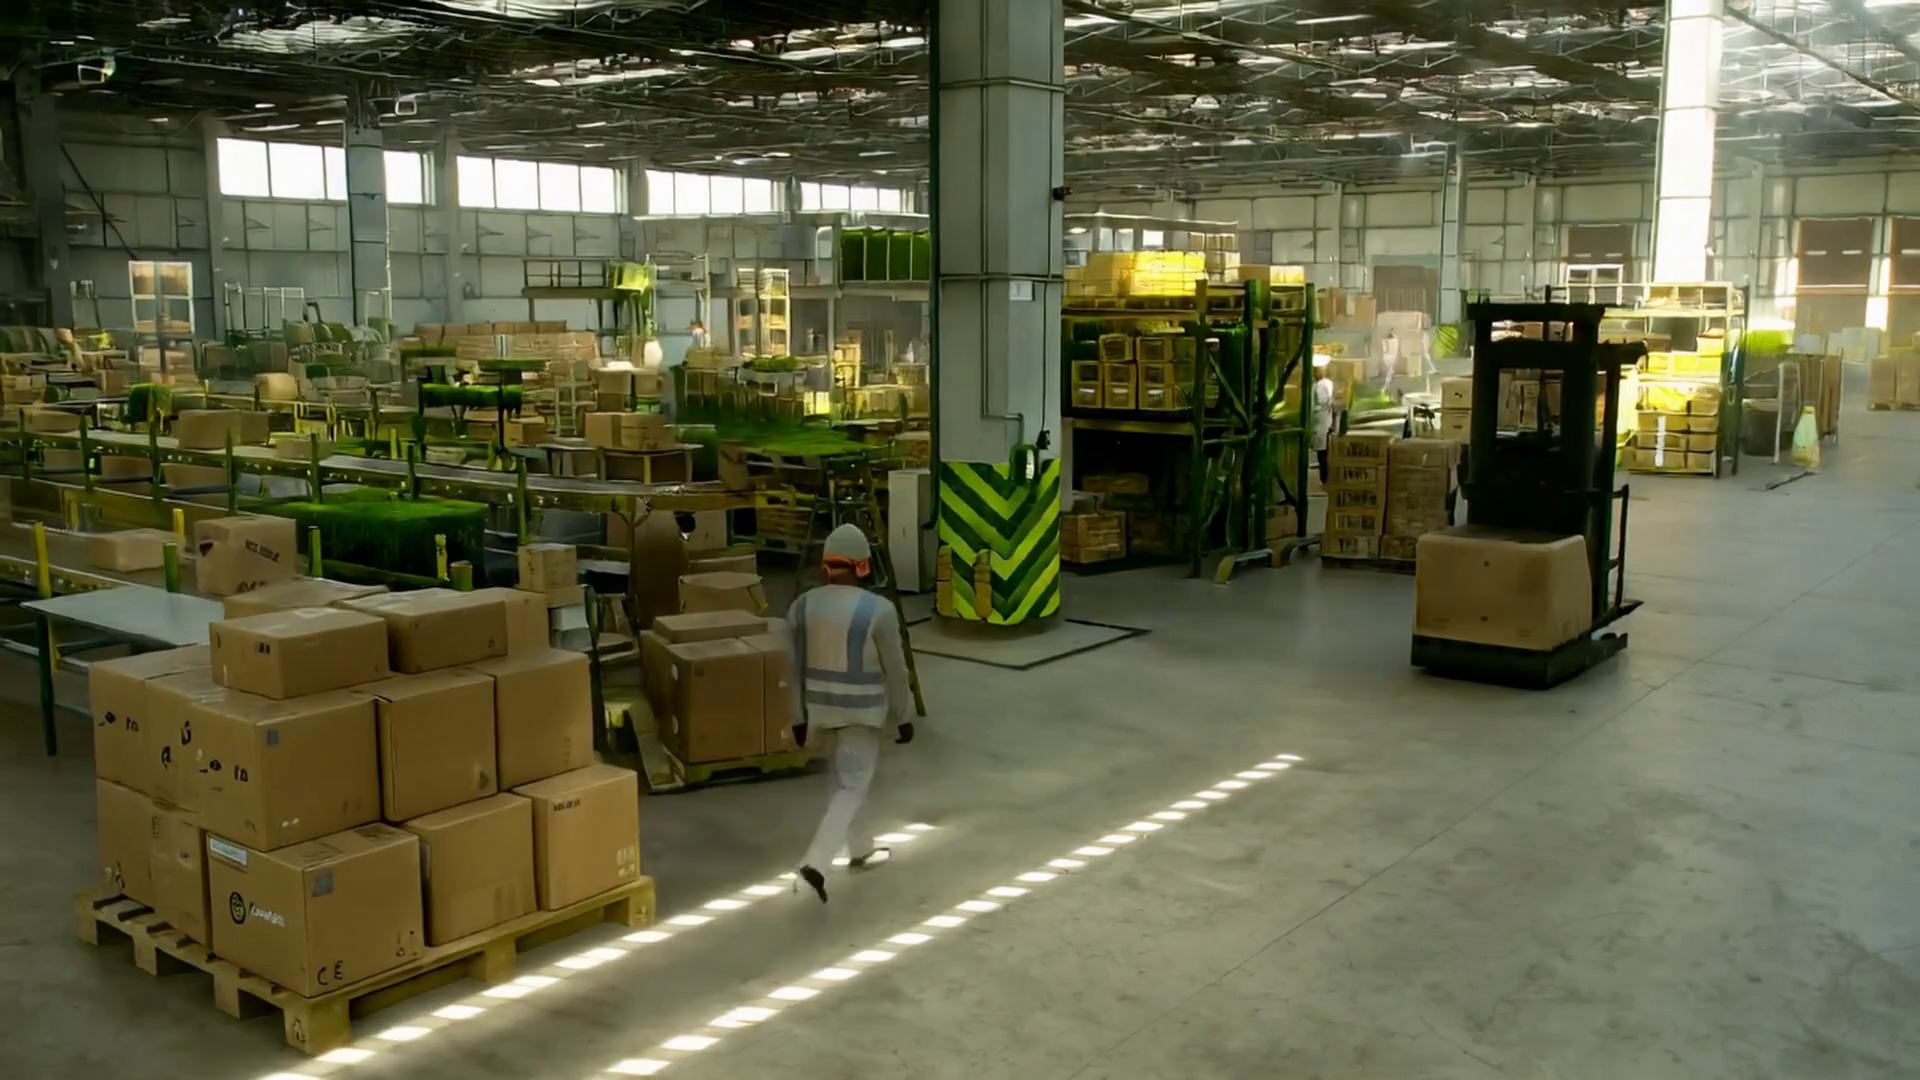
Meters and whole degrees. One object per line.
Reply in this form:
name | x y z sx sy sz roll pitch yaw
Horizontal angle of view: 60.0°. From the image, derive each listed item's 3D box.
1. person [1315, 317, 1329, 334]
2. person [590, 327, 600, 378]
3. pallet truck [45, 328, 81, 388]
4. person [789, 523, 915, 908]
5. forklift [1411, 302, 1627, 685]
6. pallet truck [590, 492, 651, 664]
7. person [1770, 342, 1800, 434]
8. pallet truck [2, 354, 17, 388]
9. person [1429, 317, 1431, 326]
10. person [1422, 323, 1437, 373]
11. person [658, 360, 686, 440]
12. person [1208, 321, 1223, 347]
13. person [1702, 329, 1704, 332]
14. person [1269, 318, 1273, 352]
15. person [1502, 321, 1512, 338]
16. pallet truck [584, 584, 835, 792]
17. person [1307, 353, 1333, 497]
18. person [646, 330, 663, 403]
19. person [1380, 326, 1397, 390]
person | 15.578 -8.676 71.688 0.626 1.899 0.670 3 9 18
person | -12.429 -6.368 56.639 0.295 1.743 0.493 -1 8 -5
pallet truck | -23.775 -4.544 43.495 1.885 1.965 0.823 6 10 35
person | -0.583 0.824 7.988 0.586 1.800 0.878 6 10 34
forklift | 4.379 -0.438 12.852 1.129 2.768 1.873 7 11 37
pallet truck | -3.115 0.344 12.883 0.653 1.274 1.630 7 11 37
person | 17.001 -3.103 34.124 0.683 1.889 0.485 -3 9 -17
pallet truck | -24.881 -4.417 42.634 1.885 1.965 0.823 8 11 41
person | 22.971 -10.098 81.590 0.632 1.801 0.931 -8 11 -42
person | 16.995 -7.007 60.664 0.979 1.835 0.595 0 8 -1
person | -5.630 -2.672 32.149 0.642 1.613 0.508 -4 9 -23
person | 9.641 -7.377 63.042 0.604 1.869 1.038 2 9 15
person | 24.646 -6.395 55.823 0.537 2.000 0.682 -2 9 -15
person | 15.323 -10.132 81.725 0.542 1.846 0.528 -3 9 -20
person | 20.548 -7.252 62.267 0.604 1.838 0.929 -6 11 -37
pallet truck | -1.426 0.805 10.019 1.601 1.201 0.680 -4 9 -26
person | 5.115 -1.630 23.695 0.374 2.044 0.605 2 9 15
person | -7.999 -4.540 43.748 0.565 1.925 0.421 6 11 37
person | 12.832 -5.419 49.618 0.563 1.927 0.423 -5 10 -29
